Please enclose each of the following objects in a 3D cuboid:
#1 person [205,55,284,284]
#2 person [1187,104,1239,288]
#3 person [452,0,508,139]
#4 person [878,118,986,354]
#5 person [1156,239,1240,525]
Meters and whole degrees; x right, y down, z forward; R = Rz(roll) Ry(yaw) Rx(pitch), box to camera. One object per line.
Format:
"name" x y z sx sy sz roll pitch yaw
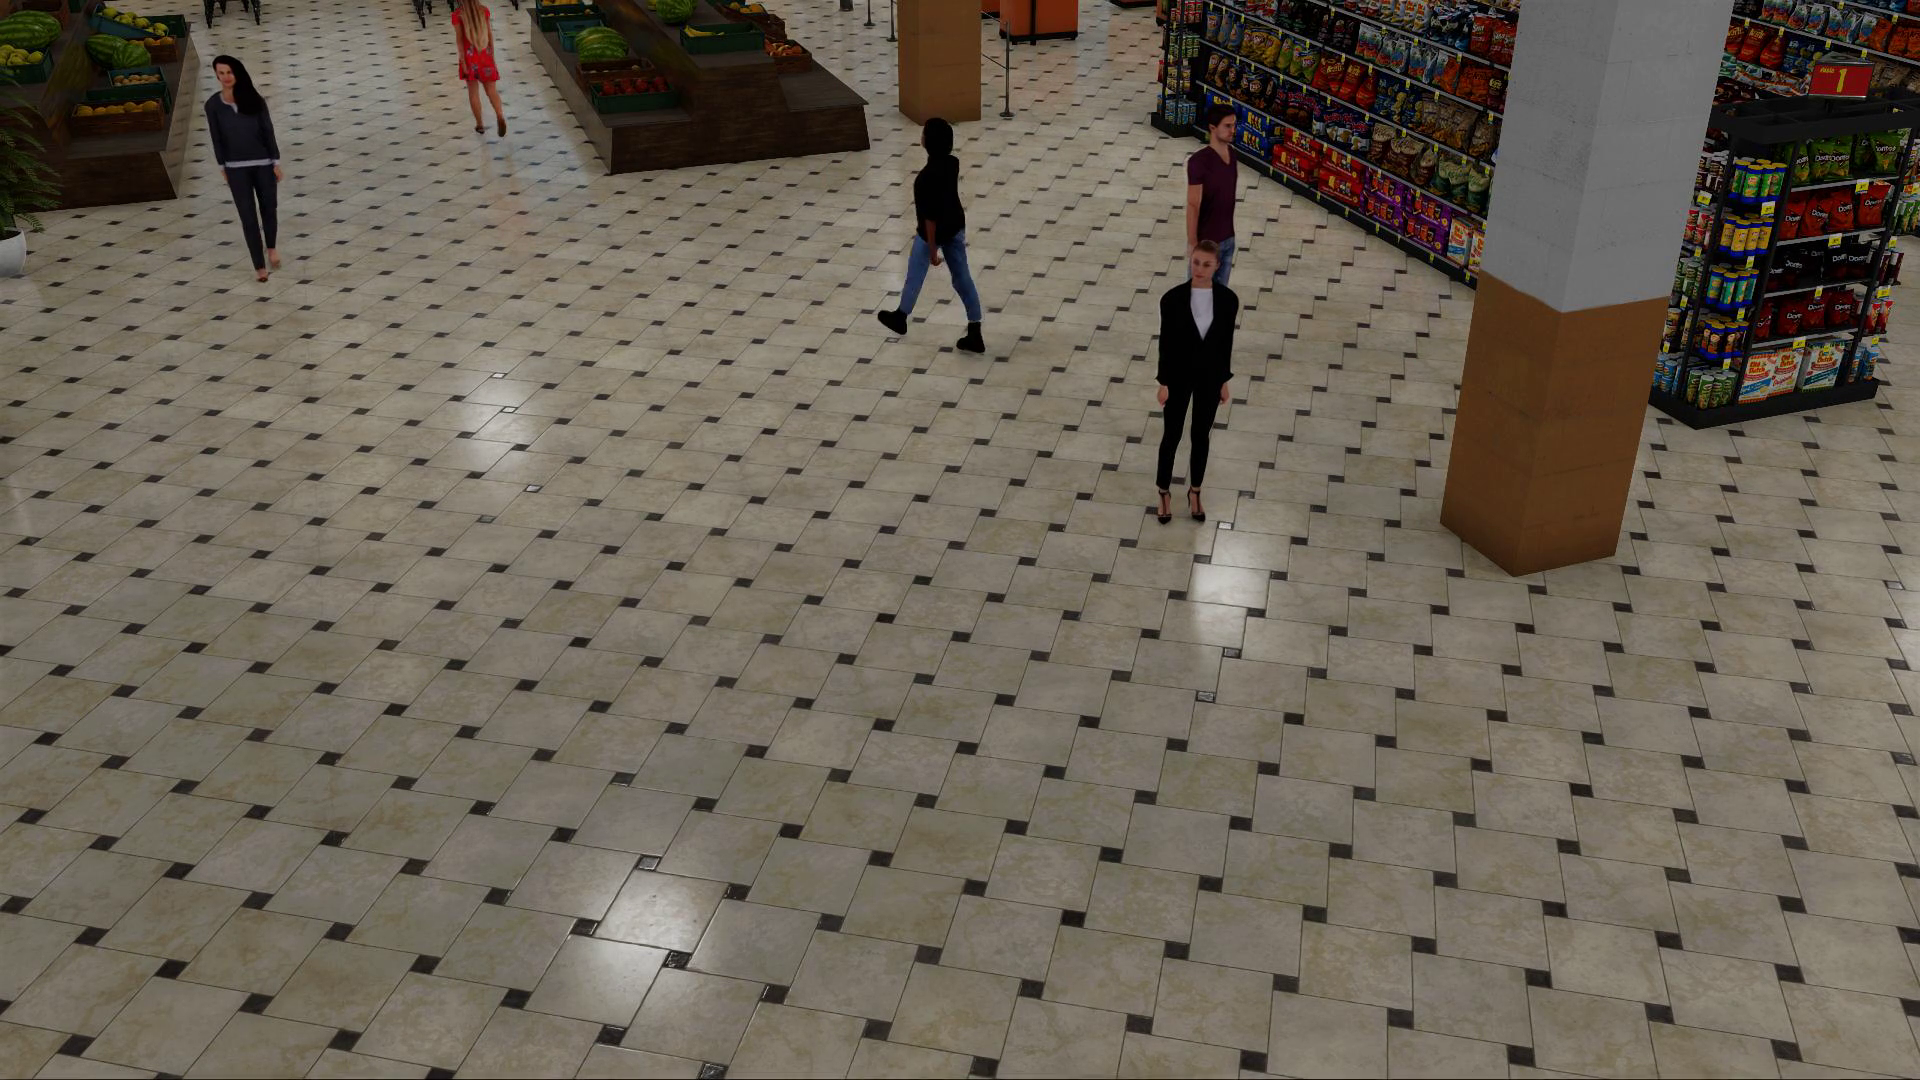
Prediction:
"person" -5.634 -2.956 13.216 0.709 1.718 1.130 -14 32 -24
"person" 1.733 -2.106 11.519 0.723 1.851 0.737 22 35 34
"person" -4.840 -4.825 16.791 0.682 1.571 1.029 -17 33 -28
"person" -0.057 -2.089 11.684 1.208 1.664 0.972 22 36 35
"person" 1.325 -0.894 9.452 0.654 1.704 0.611 -2 29 -4
